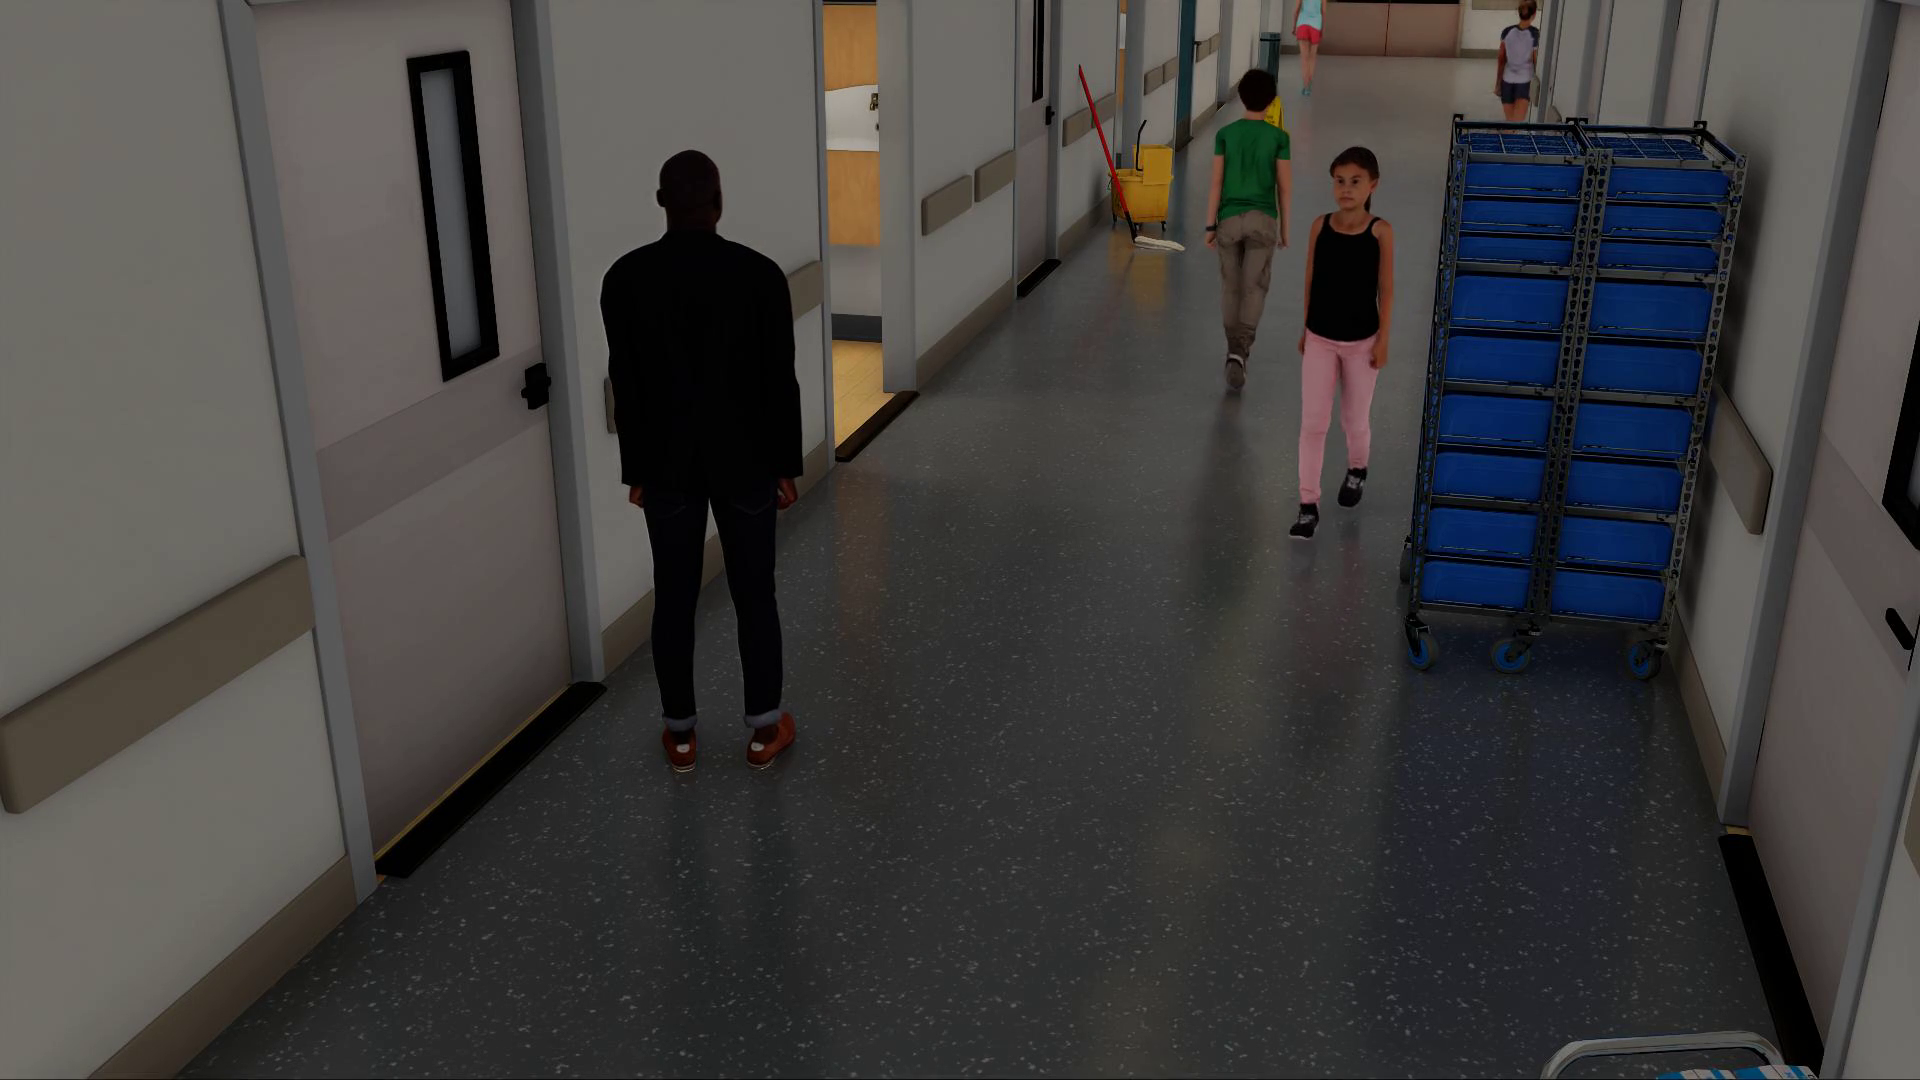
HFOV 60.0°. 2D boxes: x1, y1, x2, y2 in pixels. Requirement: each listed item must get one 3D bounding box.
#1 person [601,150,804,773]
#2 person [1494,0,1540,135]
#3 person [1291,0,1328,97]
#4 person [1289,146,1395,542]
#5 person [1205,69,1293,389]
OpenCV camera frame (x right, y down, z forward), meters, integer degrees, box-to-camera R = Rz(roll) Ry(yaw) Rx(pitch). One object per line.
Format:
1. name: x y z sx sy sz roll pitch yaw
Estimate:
1. person: -0.725 -0.197 4.769 0.757 1.818 0.705 0 21 -1
2. person: 5.442 -4.435 16.290 0.882 1.583 1.119 17 27 37
3. person: 4.748 -6.900 22.610 0.673 1.716 1.174 3 21 8
4. person: 1.577 -0.802 6.768 0.630 1.534 1.039 9 22 22
5. person: 1.515 -1.623 8.812 0.631 1.620 1.087 7 22 18
